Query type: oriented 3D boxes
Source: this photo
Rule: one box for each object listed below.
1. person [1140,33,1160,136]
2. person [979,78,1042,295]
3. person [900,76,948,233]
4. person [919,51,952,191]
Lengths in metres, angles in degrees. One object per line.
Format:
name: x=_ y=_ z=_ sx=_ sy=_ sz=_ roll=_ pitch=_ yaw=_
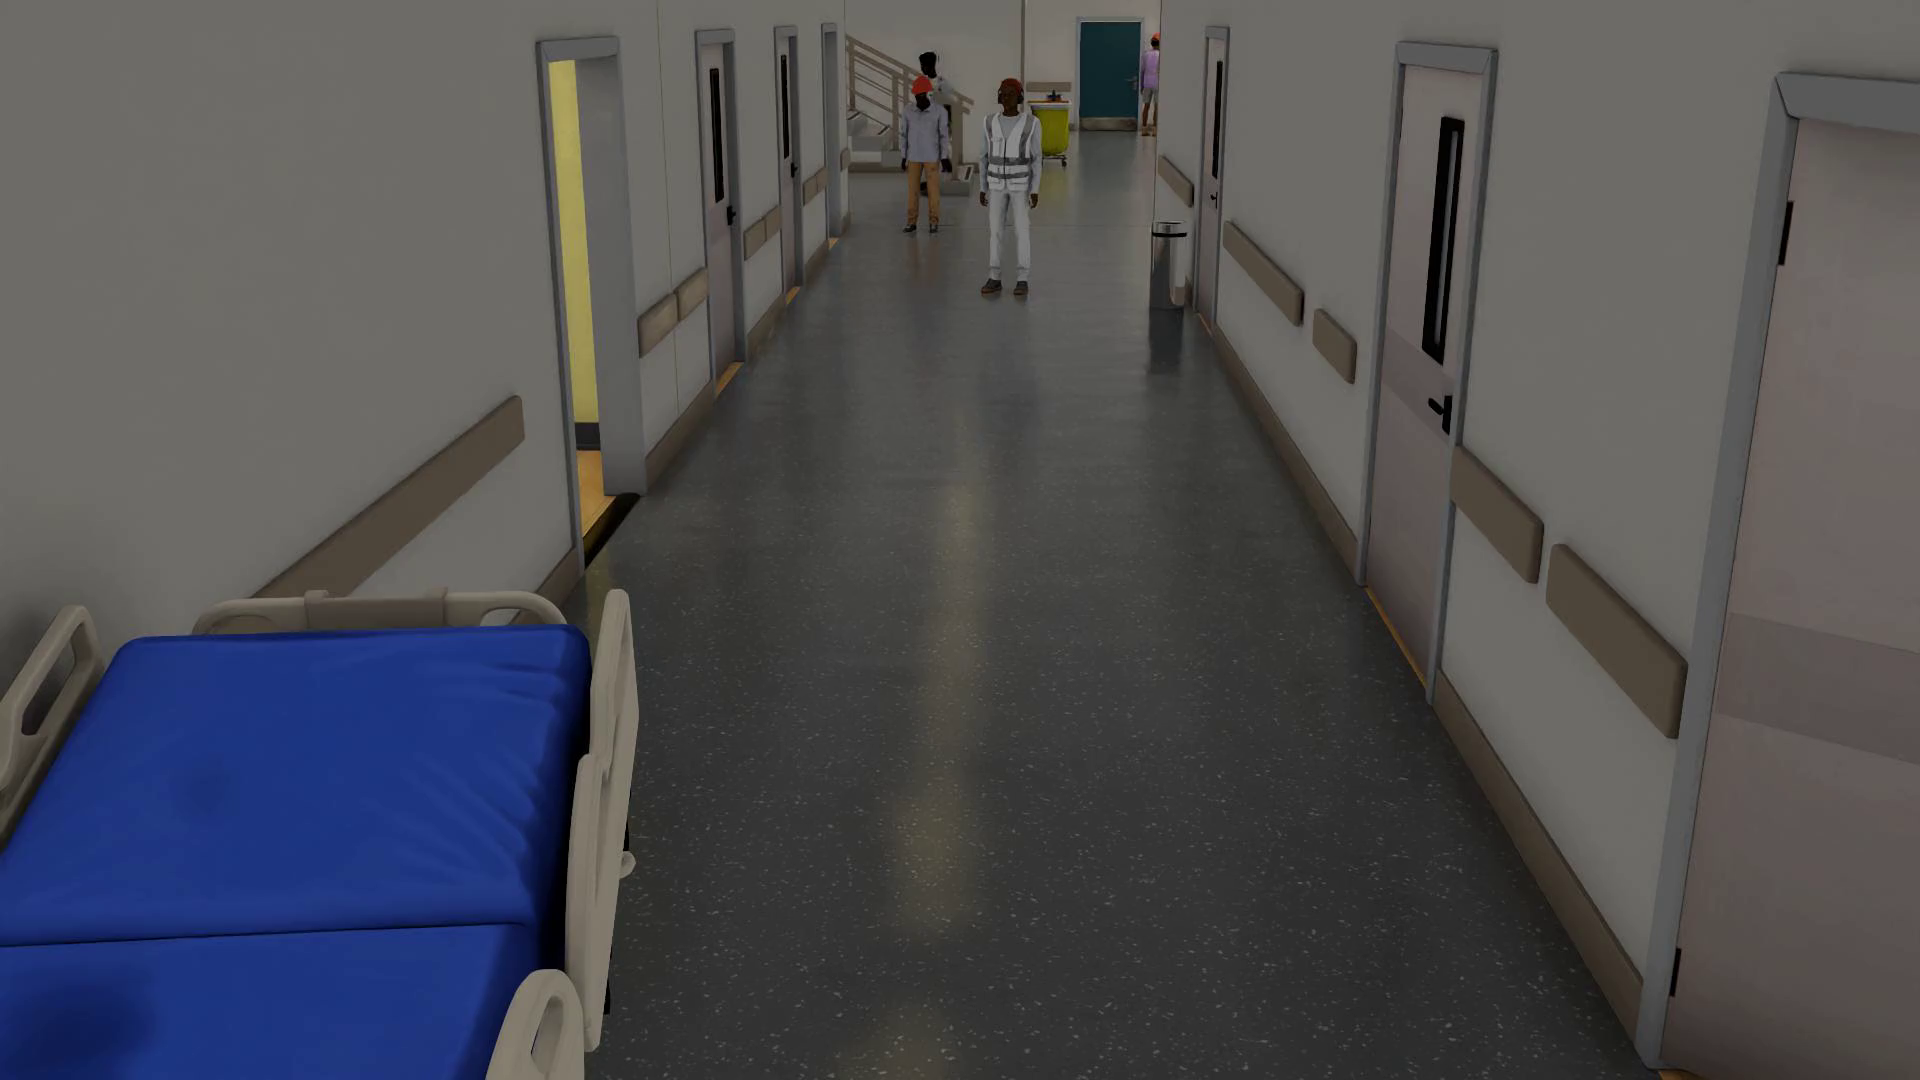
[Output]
person: x=3.926 y=-9.177 z=33.563 sx=0.626 sy=2.027 sz=0.410 roll=10 pitch=20 yaw=28
person: x=0.437 y=-3.134 z=14.798 sx=0.575 sy=1.884 sz=0.355 roll=6 pitch=19 yaw=19
person: x=-0.417 y=-4.363 z=18.880 sx=0.563 sy=1.747 sz=0.339 roll=4 pitch=18 yaw=13
person: x=-0.329 y=-5.927 z=23.535 sx=0.966 sy=1.919 sz=0.612 roll=-15 pitch=23 yaw=-39
